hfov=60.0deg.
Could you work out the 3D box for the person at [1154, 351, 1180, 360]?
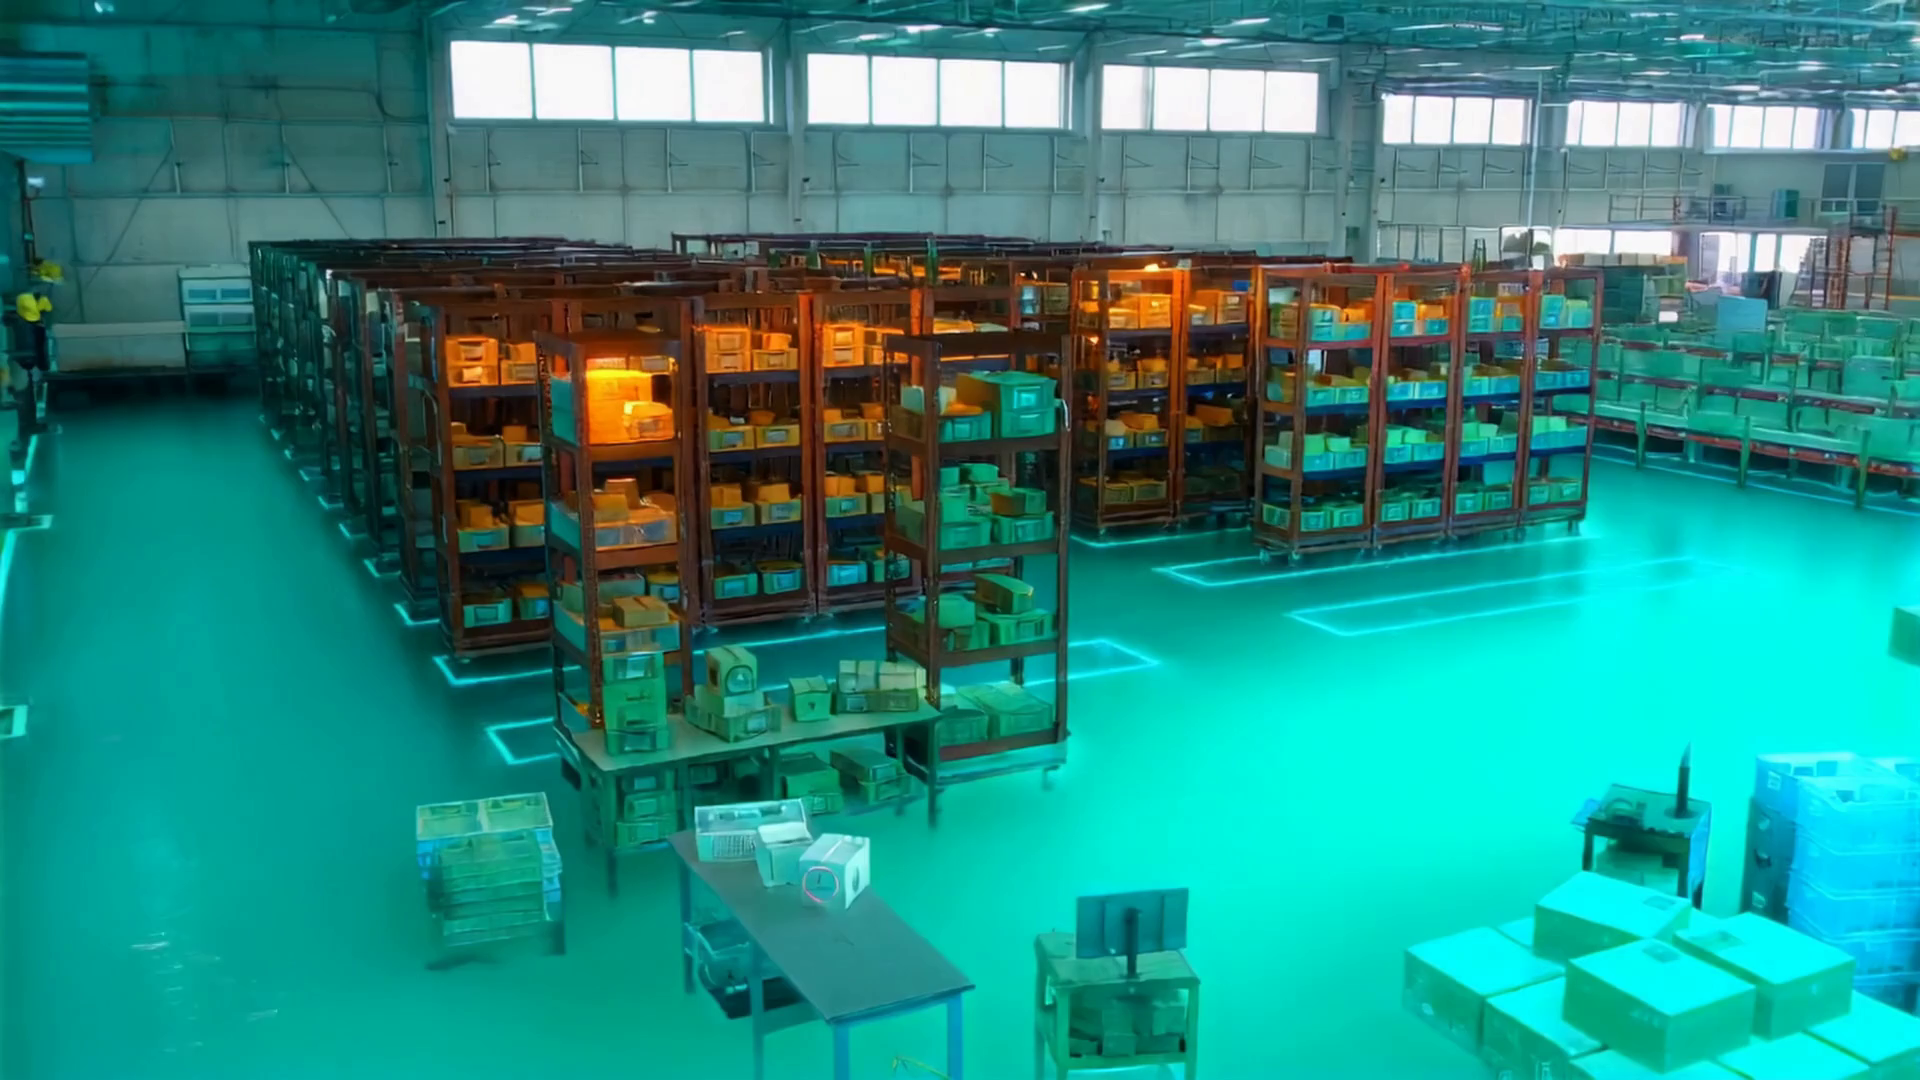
[{"bbox_3d":[4.834,-4.489,38.608,0.620,1.984,1.053,0,12,-1],"label":"person"}]
